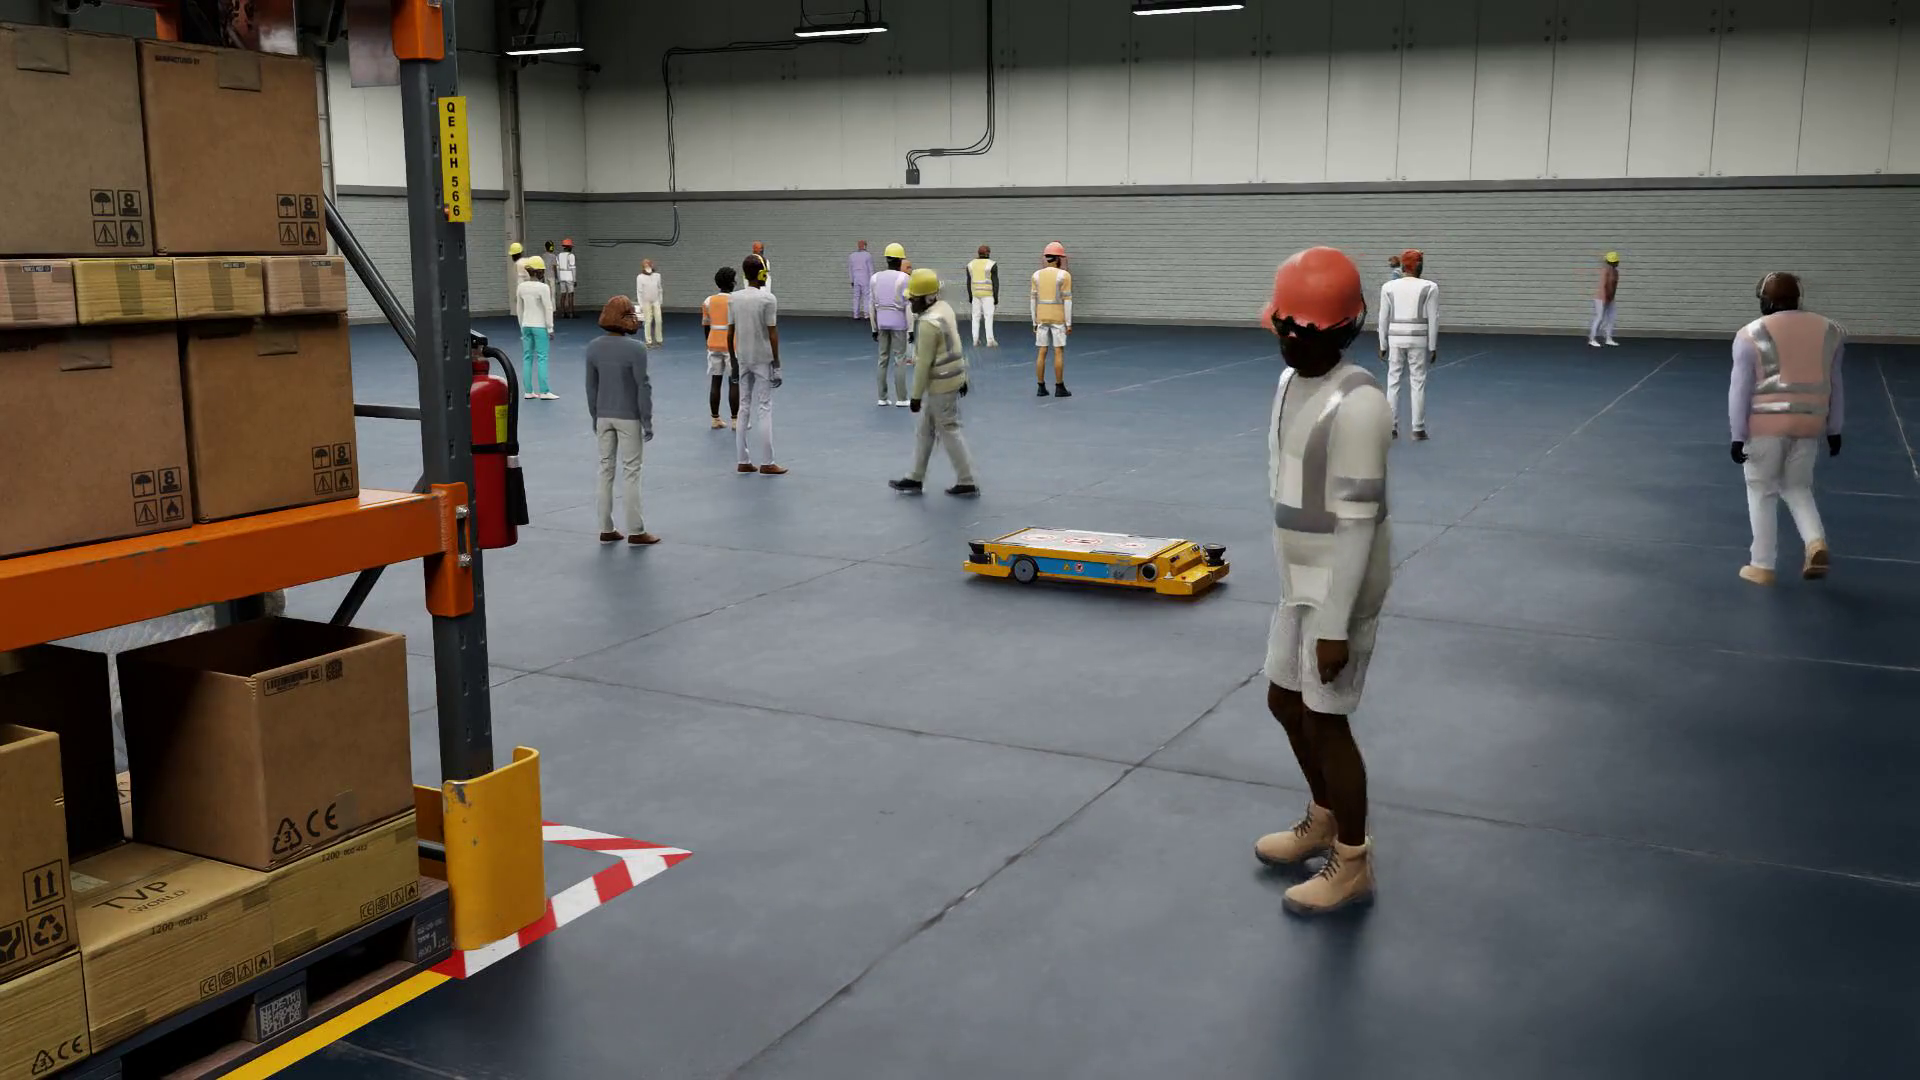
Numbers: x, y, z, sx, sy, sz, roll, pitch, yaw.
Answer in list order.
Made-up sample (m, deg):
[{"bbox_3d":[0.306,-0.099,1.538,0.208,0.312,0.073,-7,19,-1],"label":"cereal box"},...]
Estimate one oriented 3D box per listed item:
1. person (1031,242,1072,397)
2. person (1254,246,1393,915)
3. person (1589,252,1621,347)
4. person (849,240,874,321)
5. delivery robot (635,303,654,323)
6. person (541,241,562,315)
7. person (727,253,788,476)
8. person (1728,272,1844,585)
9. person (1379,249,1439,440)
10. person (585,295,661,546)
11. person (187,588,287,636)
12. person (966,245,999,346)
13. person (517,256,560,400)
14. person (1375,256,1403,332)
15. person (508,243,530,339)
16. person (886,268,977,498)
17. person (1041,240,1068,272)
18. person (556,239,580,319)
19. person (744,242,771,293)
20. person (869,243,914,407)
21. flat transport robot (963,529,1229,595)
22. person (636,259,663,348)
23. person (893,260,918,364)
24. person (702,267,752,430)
[{"bbox_3d":[1.160,-2.763,20.901,0.548,1.934,0.376,6,12,29],"label":"person"},{"bbox_3d":[1.053,0.142,4.902,0.520,1.993,0.694,-2,11,-10],"label":"person"},{"bbox_3d":[11.707,-4.347,30.100,0.540,1.724,0.647,-7,12,-33],"label":"person"},{"bbox_3d":[-2.316,-6.177,39.595,0.643,1.908,0.399,6,12,29],"label":"person"},{"bbox_3d":[-6.998,-4.909,36.109,0.707,0.478,0.477,1,11,8],"label":"delivery robot"},{"bbox_3d":[-10.443,-6.667,42.367,0.514,1.871,0.327,6,12,29],"label":"person"},{"bbox_3d":[-1.729,-1.478,14.070,0.514,1.871,0.327,6,12,29],"label":"person"},{"bbox_3d":[4.754,-0.624,9.569,0.647,1.812,0.578,0,10,-2],"label":"person"},{"bbox_3d":[4.437,-1.925,16.474,0.576,1.881,0.354,6,12,29],"label":"person"},{"bbox_3d":[-2.217,-0.774,10.877,0.502,1.632,0.279,6,12,29],"label":"person"},{"bbox_3d":[-2.921,0.024,6.555,0.522,1.617,0.629,5,12,27],"label":"person"},{"bbox_3d":[0.434,-4.474,30.488,0.625,1.843,0.430,6,12,29],"label":"person"},{"bbox_3d":[-5.220,-2.609,20.522,0.527,1.768,0.331,6,12,29],"label":"person"},{"bbox_3d":[8.866,-5.009,34.061,0.741,1.588,0.574,2,11,8],"label":"person"},{"bbox_3d":[-8.504,-4.839,32.375,0.498,1.878,0.648,-1,10,-6],"label":"person"},{"bbox_3d":[-0.236,-1.196,12.801,0.797,1.770,0.661,2,11,8],"label":"person"},{"bbox_3d":[2.173,-5.831,37.720,0.643,1.905,0.399,6,12,29],"label":"person"},{"bbox_3d":[-9.518,-6.333,40.367,0.548,1.934,0.376,6,12,29],"label":"person"},{"bbox_3d":[-3.882,-4.776,32.023,0.576,1.881,0.354,6,12,29],"label":"person"},{"bbox_3d":[-0.791,-2.536,19.685,0.590,1.926,0.388,6,12,29],"label":"person"},{"bbox_3d":[0.801,0.105,9.798,1.431,0.197,0.652,5,12,27],"label":"flat transport robot"},{"bbox_3d":[-5.543,-4.207,29.688,0.527,1.587,0.505,-7,12,-33],"label":"person"},{"bbox_3d":[-0.876,-3.575,26.148,0.502,1.632,0.279,6,12,29],"label":"person"},{"bbox_3d":[-2.435,-1.987,17.319,0.537,1.695,0.321,6,12,29],"label":"person"}]
